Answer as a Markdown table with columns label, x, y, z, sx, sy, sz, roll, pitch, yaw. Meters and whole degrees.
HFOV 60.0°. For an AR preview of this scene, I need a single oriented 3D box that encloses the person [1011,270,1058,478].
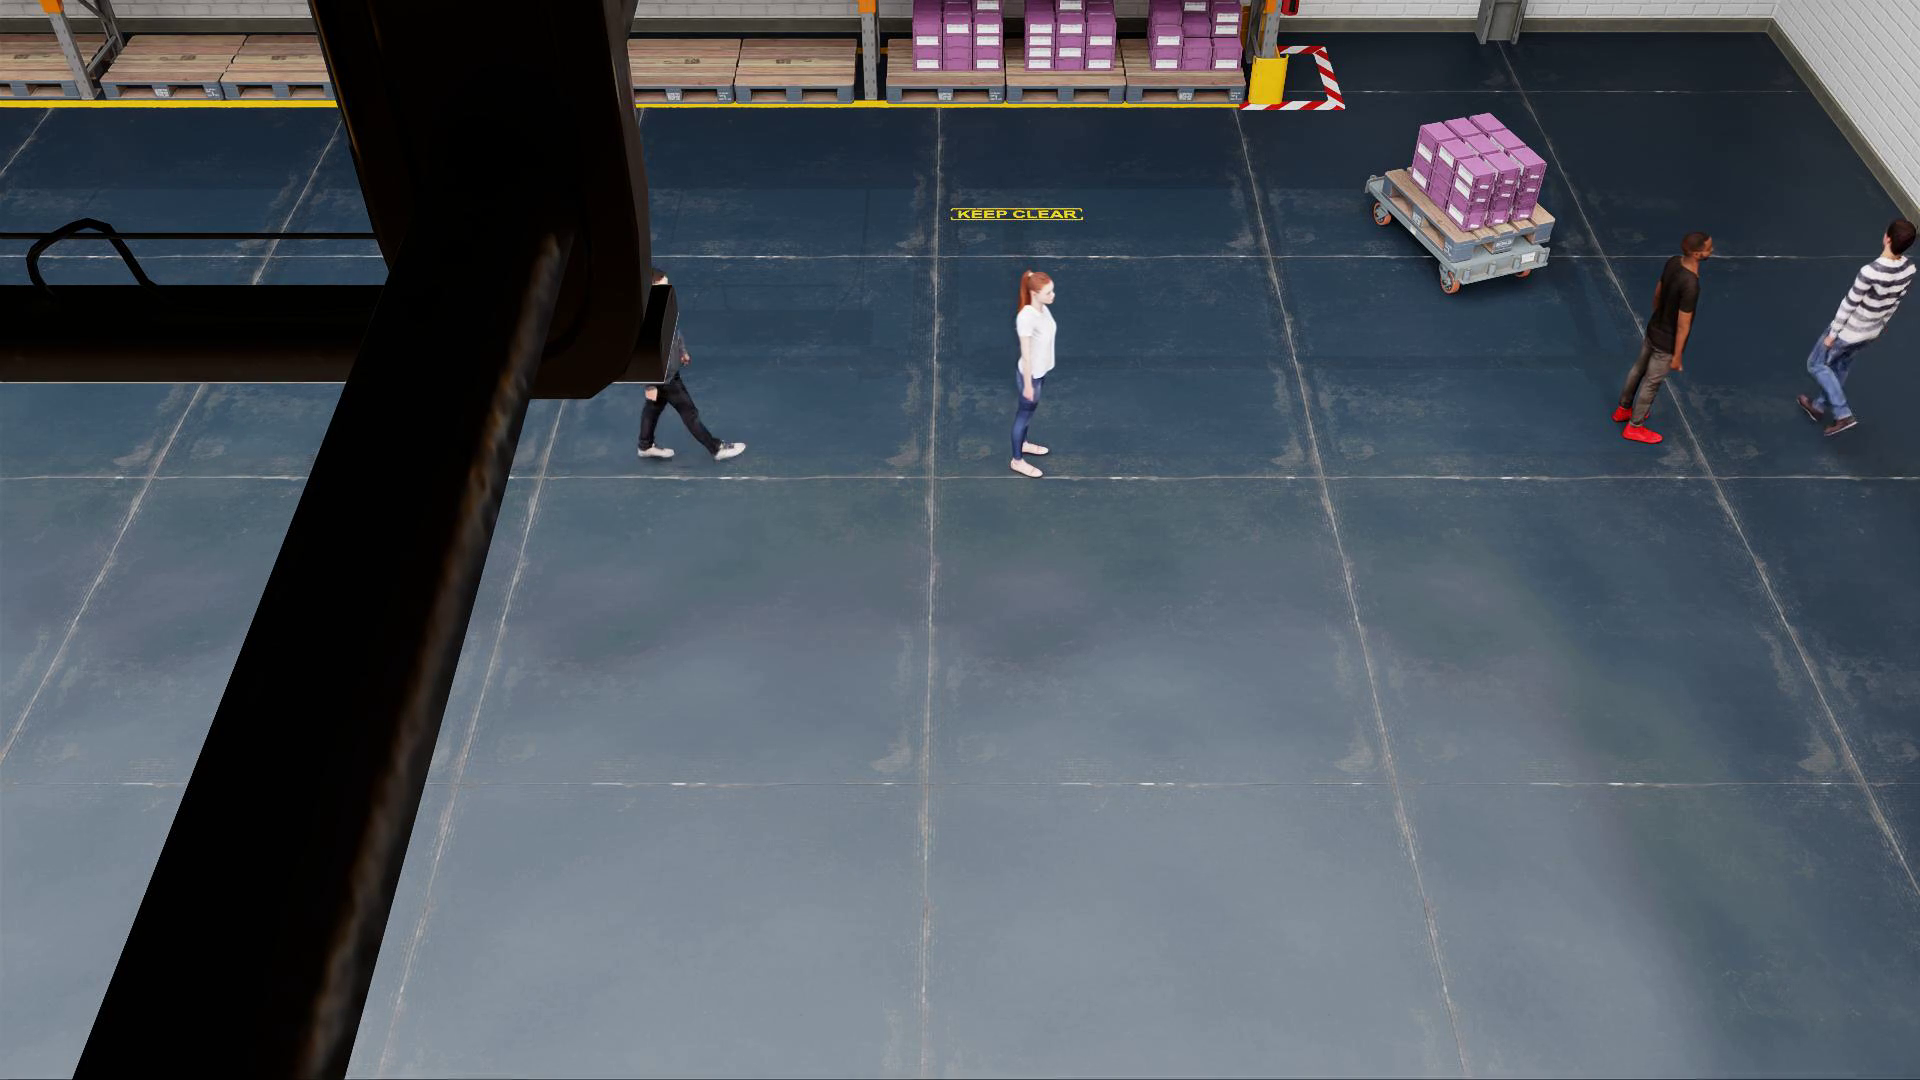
| label | x | y | z | sx | sy | sz | roll | pitch | yaw |
| --- | --- | --- | --- | --- | --- | --- | --- | --- | --- |
| person | 0.525 | -1.255 | 12.324 | 0.598 | 1.737 | 0.619 | 10 | 45 | 10 |

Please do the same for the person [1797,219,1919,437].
| label | x | y | z | sx | sy | sz | roll | pitch | yaw |
| --- | --- | --- | --- | --- | --- | --- | --- | --- | --- |
| person | 6.819 | -1.548 | 12.561 | 0.913 | 1.835 | 0.880 | -12 | 45 | -13 |

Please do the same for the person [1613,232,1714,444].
| label | x | y | z | sx | sy | sz | roll | pitch | yaw |
| --- | --- | --- | --- | --- | --- | --- | --- | --- | --- |
| person | 5.331 | -1.552 | 12.587 | 0.520 | 1.805 | 0.644 | -1 | 44 | -1 |

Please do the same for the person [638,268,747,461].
| label | x | y | z | sx | sy | sz | roll | pitch | yaw |
| --- | --- | --- | --- | --- | --- | --- | --- | --- | --- |
| person | -2.286 | -1.258 | 12.336 | 1.056 | 1.725 | 0.622 | 0 | 44 | 0 |
